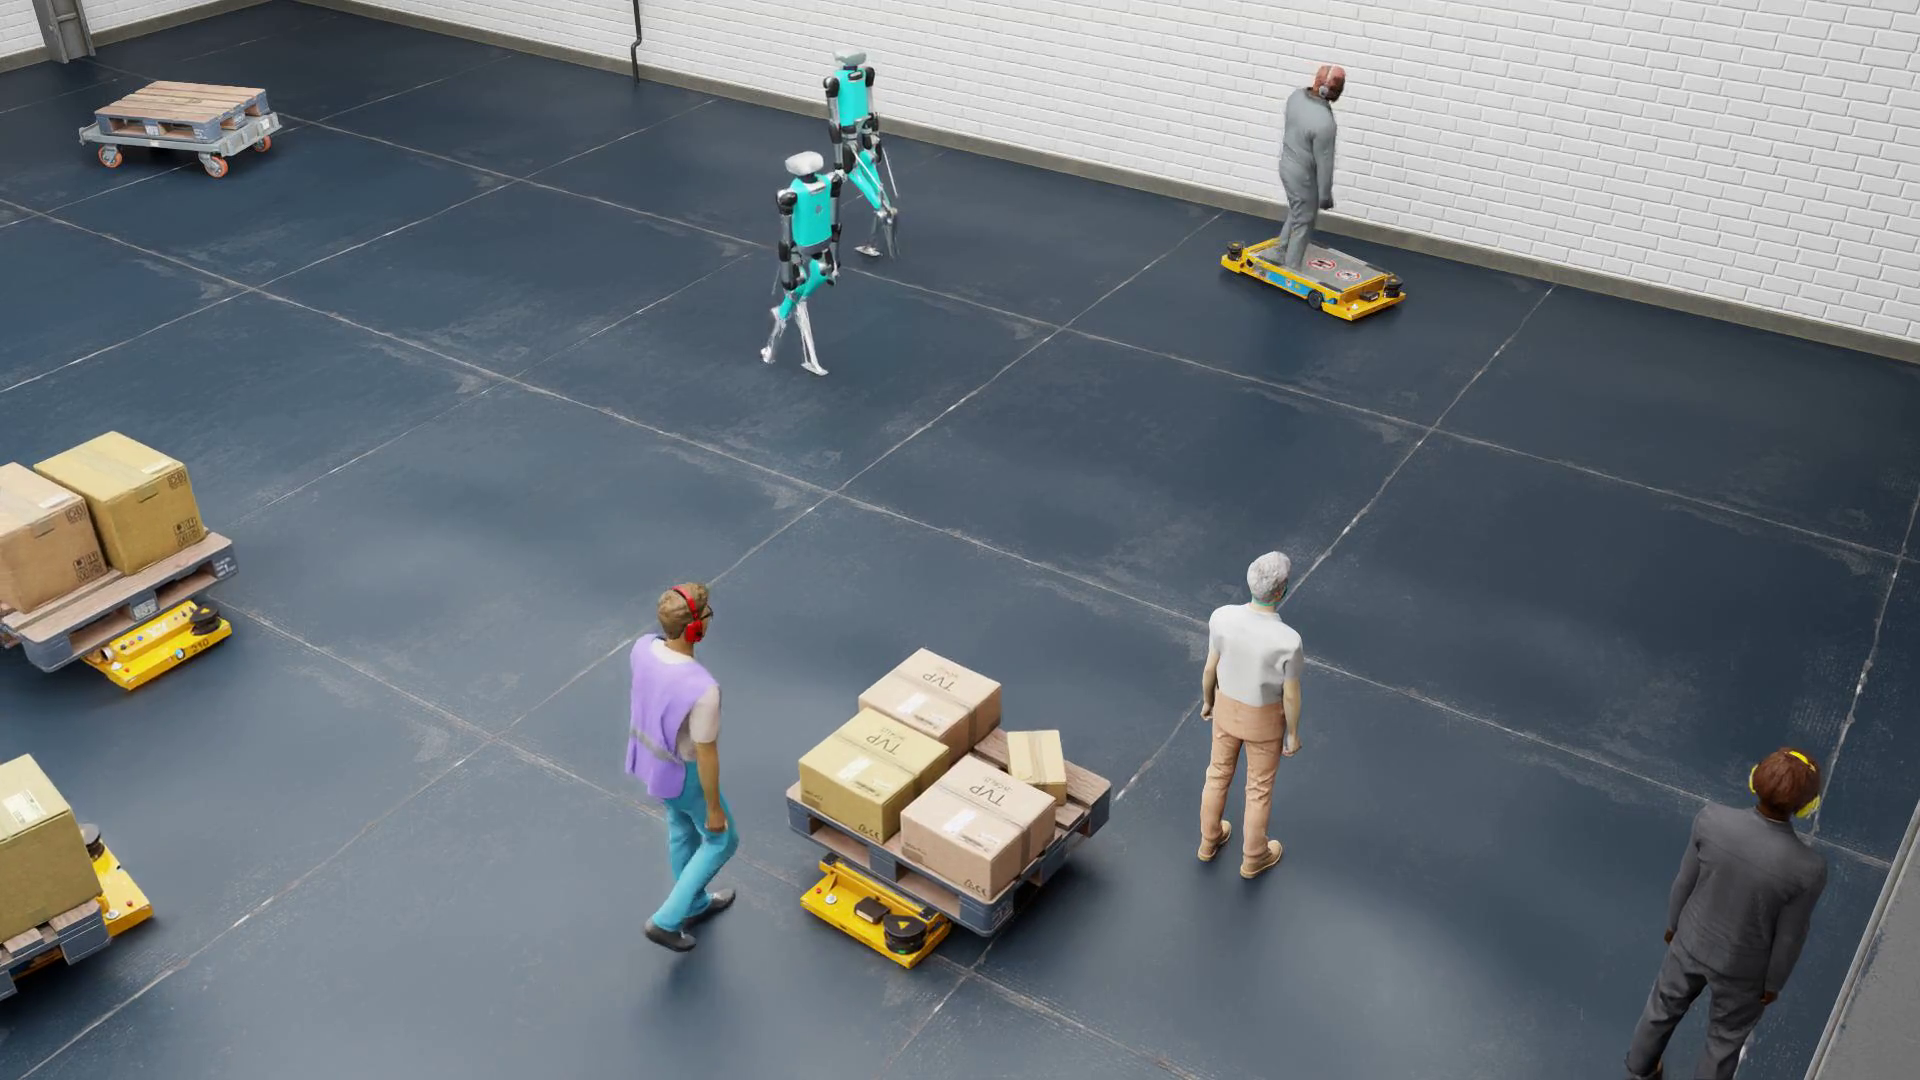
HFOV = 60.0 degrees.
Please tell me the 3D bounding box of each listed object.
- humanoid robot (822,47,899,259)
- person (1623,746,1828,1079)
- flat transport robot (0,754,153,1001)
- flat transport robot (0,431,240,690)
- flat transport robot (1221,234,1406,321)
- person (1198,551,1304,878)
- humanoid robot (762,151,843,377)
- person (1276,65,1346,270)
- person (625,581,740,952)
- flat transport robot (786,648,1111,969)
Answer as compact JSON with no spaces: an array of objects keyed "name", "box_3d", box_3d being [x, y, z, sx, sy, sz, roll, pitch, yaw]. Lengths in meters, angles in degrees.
[{"name":"humanoid robot","box_3d":[-0.723,-3.076,13.796,0.733,1.896,0.539,25,40,33]},{"name":"person","box_3d":[2.920,1.559,6.355,0.345,1.867,0.495,-26,41,-35]},{"name":"flat transport robot","box_3d":[-4.469,1.813,7.435,1.431,0.231,0.659,-28,42,-36]},{"name":"flat transport robot","box_3d":[-4.954,0.402,9.631,1.431,0.231,0.659,20,38,28]},{"name":"flat transport robot","box_3d":[2.891,-2.190,13.664,0.659,0.231,1.431,-23,39,-31]},{"name":"person","box_3d":[1.335,0.803,7.638,0.495,1.745,0.305,21,38,29]},{"name":"humanoid robot","box_3d":[-1.229,-1.963,12.031,0.552,1.875,0.833,-27,41,-35]},{"name":"person","box_3d":[2.775,-2.876,13.255,0.437,1.883,0.676,-7,33,-11]},{"name":"person","box_3d":[-1.226,1.028,7.222,0.503,1.821,0.600,-27,41,-35]},{"name":"flat transport robot","box_3d":[-0.052,1.444,8.010,0.659,0.231,1.431,22,39,31]}]
